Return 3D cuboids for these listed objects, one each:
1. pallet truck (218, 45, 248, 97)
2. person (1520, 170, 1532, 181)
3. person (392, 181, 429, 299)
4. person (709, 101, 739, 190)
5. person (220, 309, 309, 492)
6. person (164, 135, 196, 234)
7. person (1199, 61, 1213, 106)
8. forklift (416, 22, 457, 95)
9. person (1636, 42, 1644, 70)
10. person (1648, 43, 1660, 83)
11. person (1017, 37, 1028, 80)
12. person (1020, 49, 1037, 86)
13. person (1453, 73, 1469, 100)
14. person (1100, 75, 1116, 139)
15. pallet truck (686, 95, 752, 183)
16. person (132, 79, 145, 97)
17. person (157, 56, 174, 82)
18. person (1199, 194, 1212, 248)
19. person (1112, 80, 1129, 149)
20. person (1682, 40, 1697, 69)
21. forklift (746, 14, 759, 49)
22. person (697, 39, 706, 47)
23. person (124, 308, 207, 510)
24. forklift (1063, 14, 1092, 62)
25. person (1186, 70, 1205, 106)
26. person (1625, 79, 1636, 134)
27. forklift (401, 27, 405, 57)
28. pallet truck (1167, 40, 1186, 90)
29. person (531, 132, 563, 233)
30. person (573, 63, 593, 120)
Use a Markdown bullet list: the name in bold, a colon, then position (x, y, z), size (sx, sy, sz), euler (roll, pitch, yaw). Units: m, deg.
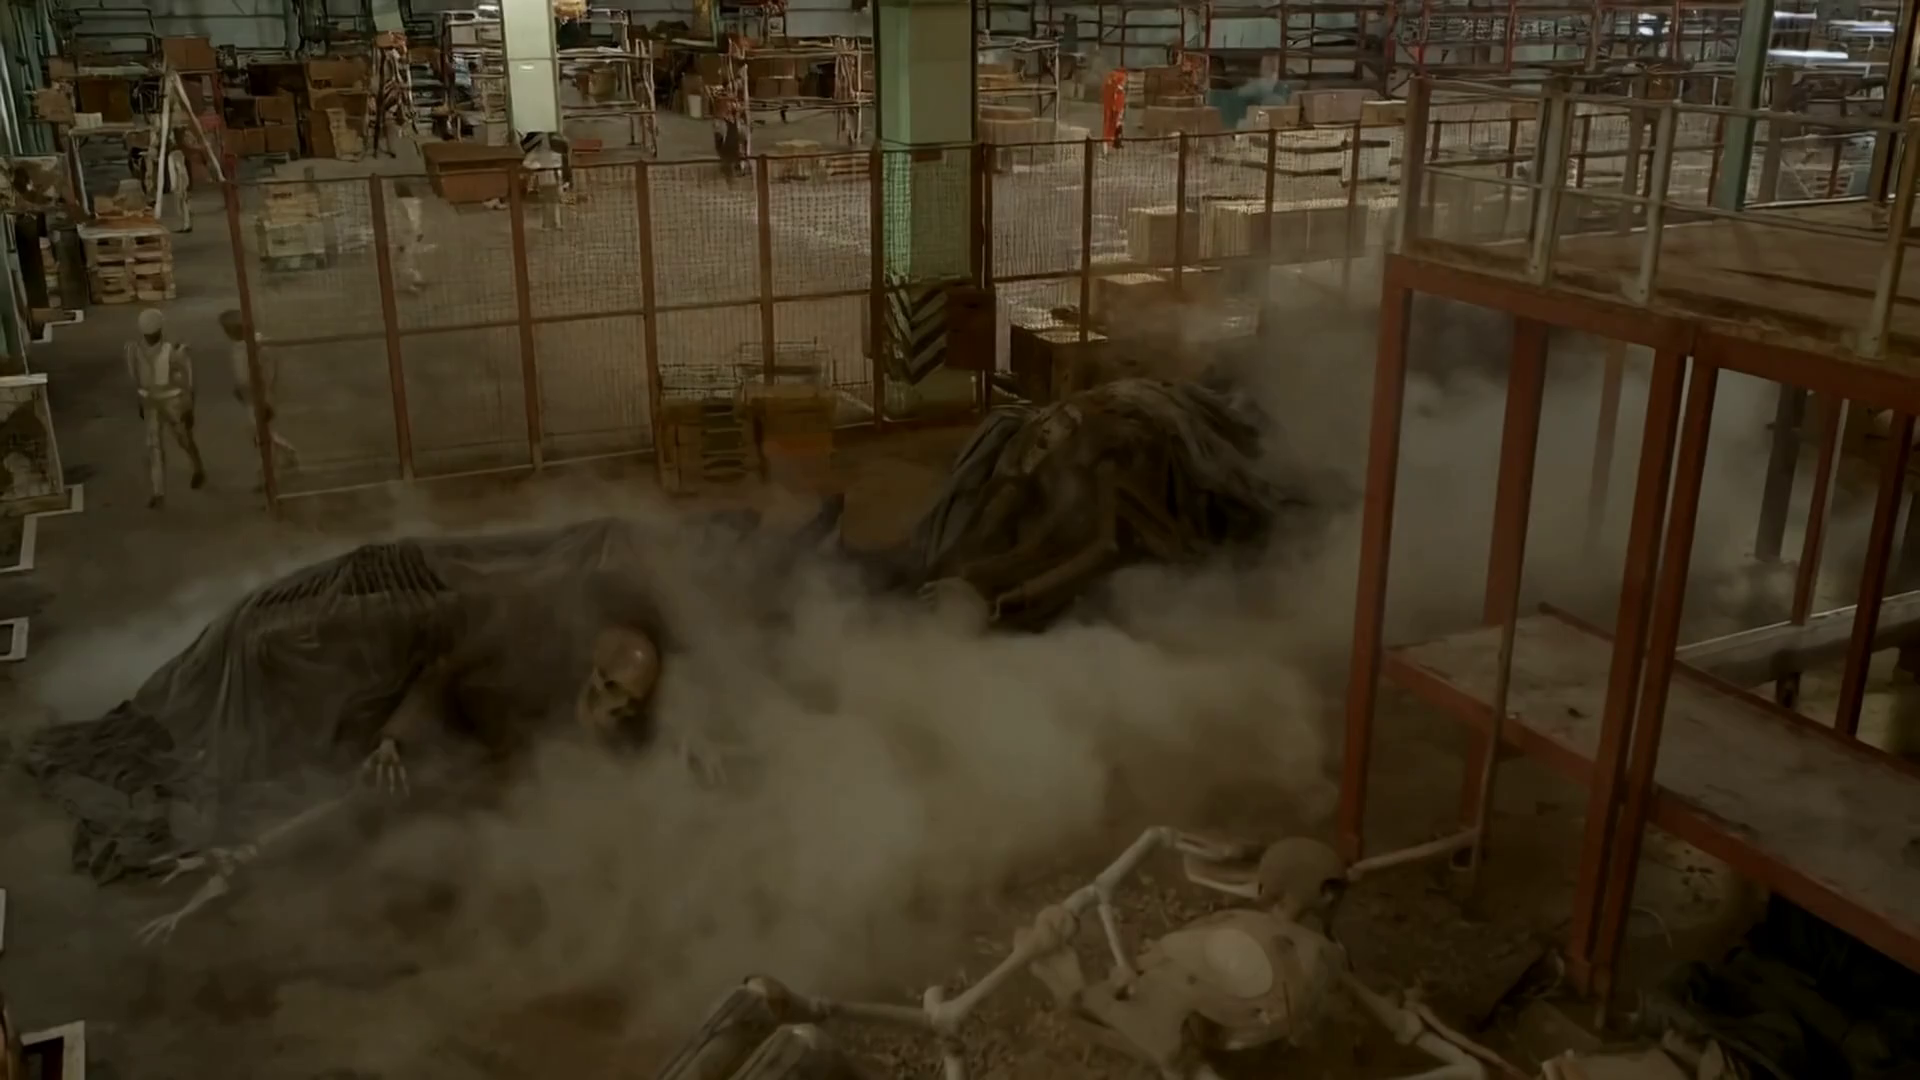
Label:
- **pallet truck**: position (-28.879, -18.665, 66.111), size (0.823, 1.965, 1.885), euler (-3, 19, -9)
- **person**: position (8.822, -4.874, 26.276), size (0.926, 1.895, 0.558), euler (1, 19, 3)
- **person**: position (-8.442, -4.589, 25.558), size (0.518, 1.832, 0.648), euler (7, 20, 19)
- **person**: position (-5.367, -9.050, 38.171), size (0.626, 2.000, 0.679), euler (5, 20, 13)
- **person**: position (-6.817, -1.369, 16.248), size (0.564, 1.815, 0.665), euler (-17, 26, -41)
- **person**: position (-15.058, -6.846, 32.061), size (0.330, 1.860, 0.518), euler (-1, 19, -3)
- **person**: position (8.928, -16.614, 60.639), size (0.542, 1.685, 0.466), euler (-3, 19, -8)
- **forklift**: position (-21.481, -19.474, 67.122), size (1.129, 2.768, 1.873), euler (14, 23, 35)
- **person**: position (28.130, -19.665, 68.974), size (0.441, 2.030, 0.622), euler (8, 21, 22)
- **person**: position (29.079, -19.828, 69.628), size (0.548, 1.914, 0.884), euler (-11, 22, -28)
- **person**: position (2.826, -21.806, 75.331), size (0.561, 1.918, 0.460), euler (-9, 21, -25)
- **person**: position (2.878, -19.557, 68.811), size (0.599, 1.922, 0.638), euler (1, 19, 4)
- **person**: position (16.610, -14.704, 55.230), size (0.528, 1.600, 0.844), euler (-7, 20, -20)
- **person**: position (4.423, -12.936, 49.720), size (0.531, 1.859, 0.332), euler (15, 24, 36)
- **pallet truck**: position (-5.836, -9.608, 39.856), size (0.823, 1.965, 1.885), euler (10, 22, 27)
- **person**: position (-25.374, -13.405, 51.418), size (0.524, 1.632, 0.321), euler (6, 20, 16)
- **person**: position (-28.550, -16.450, 59.808), size (0.602, 1.915, 0.514), euler (3, 19, 9)
- **person**: position (3.568, -3.996, 23.787), size (0.979, 1.877, 0.595), euler (-8, 21, -23)
- **person**: position (4.526, -12.016, 47.000), size (0.488, 1.909, 0.605), euler (4, 19, 11)
- **person**: position (34.082, -22.577, 77.786), size (0.842, 1.790, 0.599), euler (0, 19, -1)
- **forklift**: position (-9.717, -23.340, 78.329), size (1.873, 2.768, 1.129), euler (-9, 21, -25)
- **person**: position (-11.365, -21.014, 73.077), size (0.641, 1.891, 0.997), euler (-6, 20, -18)
- **person**: position (-7.622, -1.319, 15.987), size (0.594, 1.902, 0.874), euler (-4, 19, -11)
- **forklift**: position (5.215, -23.304, 78.225), size (1.873, 2.768, 1.129), euler (-9, 21, -25)
- **person**: position (7.151, -13.280, 50.567), size (0.626, 1.948, 0.487), euler (-6, 20, -16)
- **person**: position (20.622, -13.421, 51.258), size (0.328, 1.769, 0.525), euler (7, 20, 19)
- **forklift**: position (-20.650, -17.285, 60.777), size (1.129, 2.768, 1.873), euler (-17, 26, -41)
- **pallet truck**: position (9.045, -19.971, 69.895), size (0.823, 1.965, 1.885), euler (-3, 19, -8)
- **person**: position (-7.966, -6.903, 32.142), size (0.581, 1.919, 0.401), euler (-8, 21, -21)
- **person**: position (-12.715, -15.144, 56.016), size (0.643, 1.917, 0.632), euler (-13, 23, -33)
